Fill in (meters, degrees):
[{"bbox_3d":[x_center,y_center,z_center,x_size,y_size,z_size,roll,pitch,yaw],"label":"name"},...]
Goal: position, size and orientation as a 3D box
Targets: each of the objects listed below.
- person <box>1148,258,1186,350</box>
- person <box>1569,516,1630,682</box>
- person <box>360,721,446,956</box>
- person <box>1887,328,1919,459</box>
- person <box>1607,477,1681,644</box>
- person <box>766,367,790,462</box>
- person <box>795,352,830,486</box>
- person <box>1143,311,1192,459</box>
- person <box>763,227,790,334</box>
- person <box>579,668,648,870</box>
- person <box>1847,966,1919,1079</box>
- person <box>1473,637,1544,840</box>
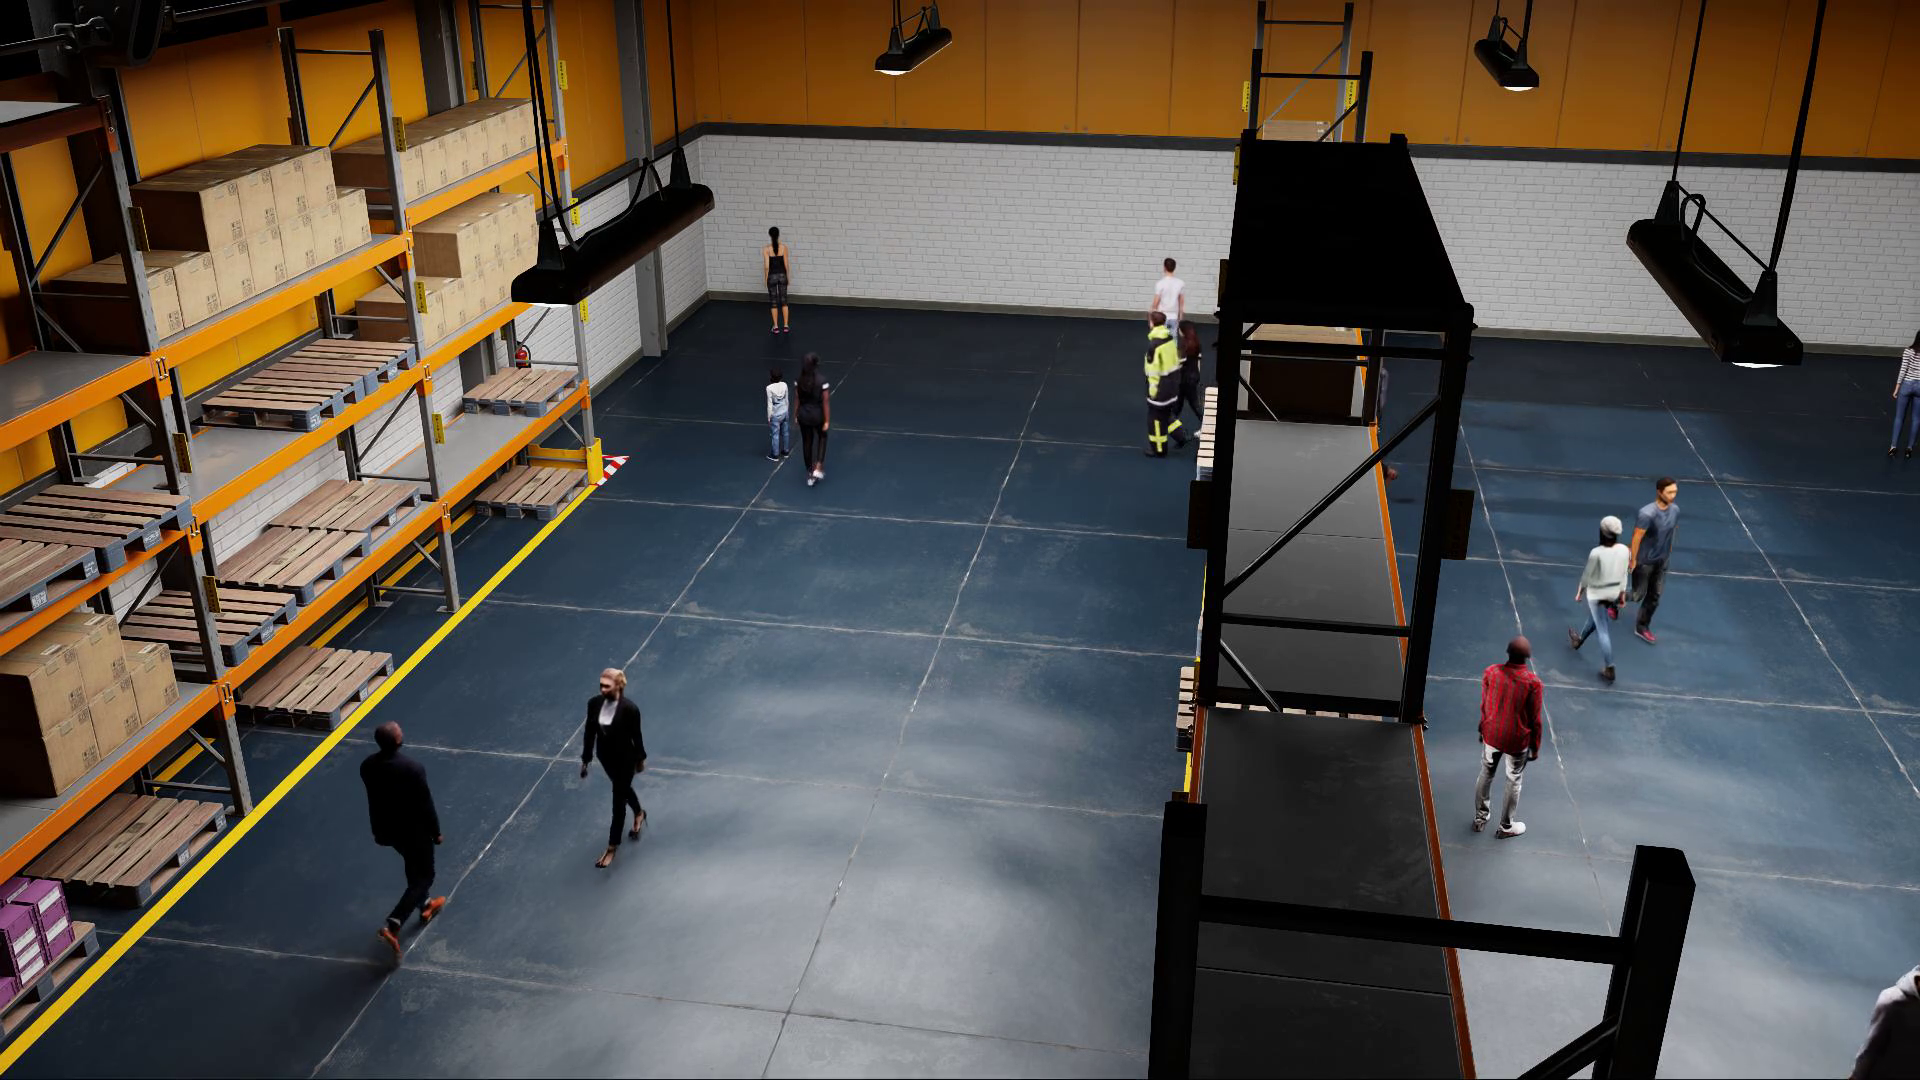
[{"bbox_3d":[3.094,-3.269,24.740,0.766,1.850,0.796,-11,26,-24],"label":"person"},{"bbox_3d":[6.308,0.593,16.218,0.879,1.599,1.191,-4,24,-10],"label":"person"},{"bbox_3d":[-4.139,2.206,12.286,0.870,1.793,1.154,10,25,21],"label":"person"},{"bbox_3d":[12.470,-1.940,21.767,0.610,1.795,0.554,9,25,19],"label":"person"},{"bbox_3d":[6.985,0.156,16.984,0.955,1.786,1.060,-12,26,-25],"label":"person"},{"bbox_3d":[-2.391,-1.668,21.813,0.563,1.261,0.629,-18,30,-36],"label":"person"},{"bbox_3d":[-1.869,-1.493,20.834,0.649,1.723,0.634,3,24,6],"label":"person"},{"bbox_3d":[2.705,-1.999,21.709,0.989,1.950,0.943,12,26,25],"label":"person"},{"bbox_3d":[-2.982,-4.245,27.127,0.663,1.726,0.680,-7,25,-16],"label":"person"},{"bbox_3d":[-2.726,1.763,13.468,0.762,1.659,1.109,9,25,20],"label":"person"},{"bbox_3d":[5.553,3.163,9.956,0.775,1.907,0.806,2,24,4],"label":"person"},{"bbox_3d":[4.490,1.598,13.643,0.759,1.820,0.764,19,30,37],"label":"person"}]
